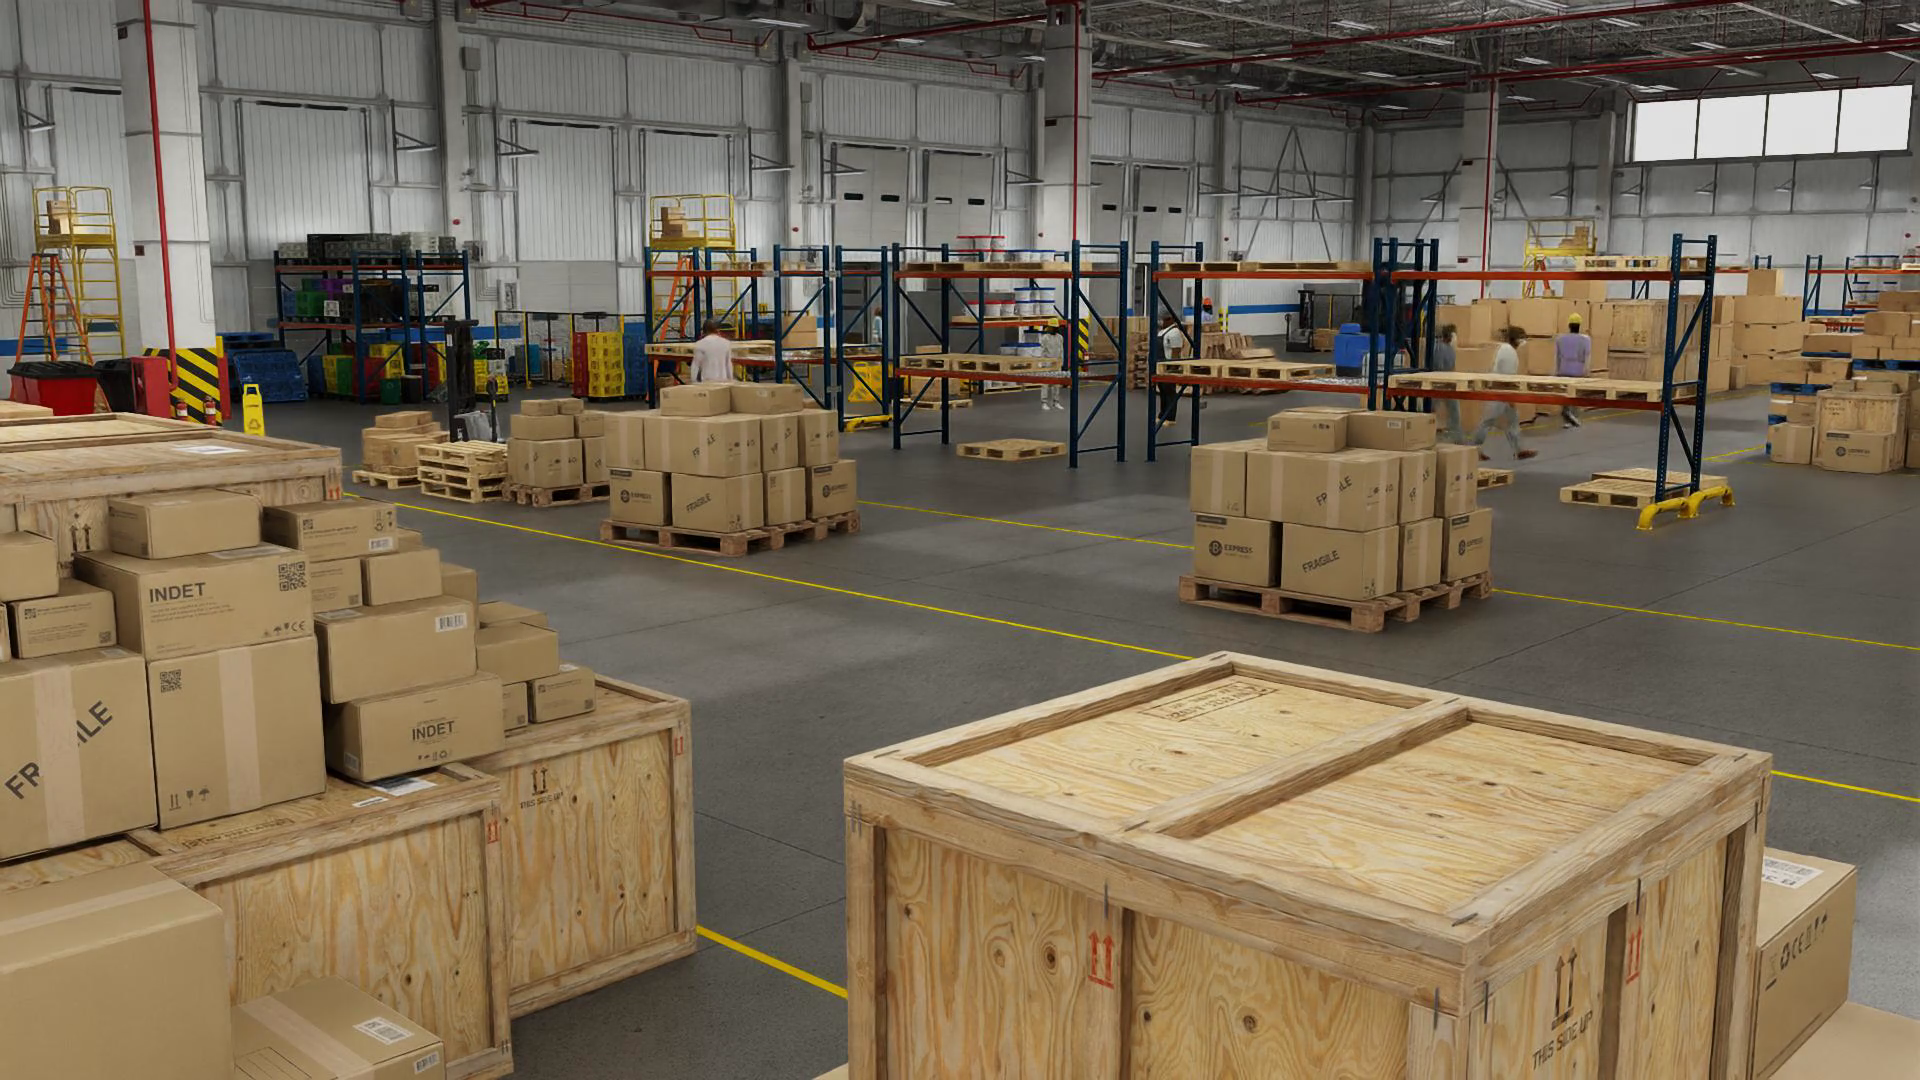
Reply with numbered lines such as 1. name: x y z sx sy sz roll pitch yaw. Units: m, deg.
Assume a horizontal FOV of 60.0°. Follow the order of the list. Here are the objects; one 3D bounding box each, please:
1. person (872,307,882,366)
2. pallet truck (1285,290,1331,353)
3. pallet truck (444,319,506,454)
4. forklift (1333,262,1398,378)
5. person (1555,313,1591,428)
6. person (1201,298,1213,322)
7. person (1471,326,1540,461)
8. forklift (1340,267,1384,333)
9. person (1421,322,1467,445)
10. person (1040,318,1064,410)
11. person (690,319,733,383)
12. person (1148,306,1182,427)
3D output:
1. person: -2.181 -5.393 44.437 0.314 1.633 0.521 -1 9 -5
2. pallet truck: 11.297 -6.951 52.861 1.885 1.965 0.823 -5 11 -29
3. pallet truck: -6.981 -1.942 22.150 1.885 1.965 0.823 1 9 9
4. forklift: 10.062 -5.323 40.178 1.873 2.768 1.129 -5 11 -29
5. person: 10.216 -2.813 27.735 0.598 1.911 0.406 7 12 38
6. person: 6.121 -5.056 41.411 0.350 1.942 0.547 4 10 21
7. person: 7.505 -2.000 22.838 1.027 1.876 0.655 3 10 20
8. forklift: 11.807 -6.480 47.272 1.873 2.768 1.129 3 10 16
9. person: 6.983 -2.220 24.211 1.022 1.896 0.635 9 13 43
10. person: 1.749 -3.323 31.427 0.485 1.735 0.322 -5 11 -29
11. person: -3.832 -2.424 25.458 0.652 1.879 1.020 -9 13 -42
12. person: 3.453 -2.938 28.126 0.537 2.000 0.678 -2 9 -12
